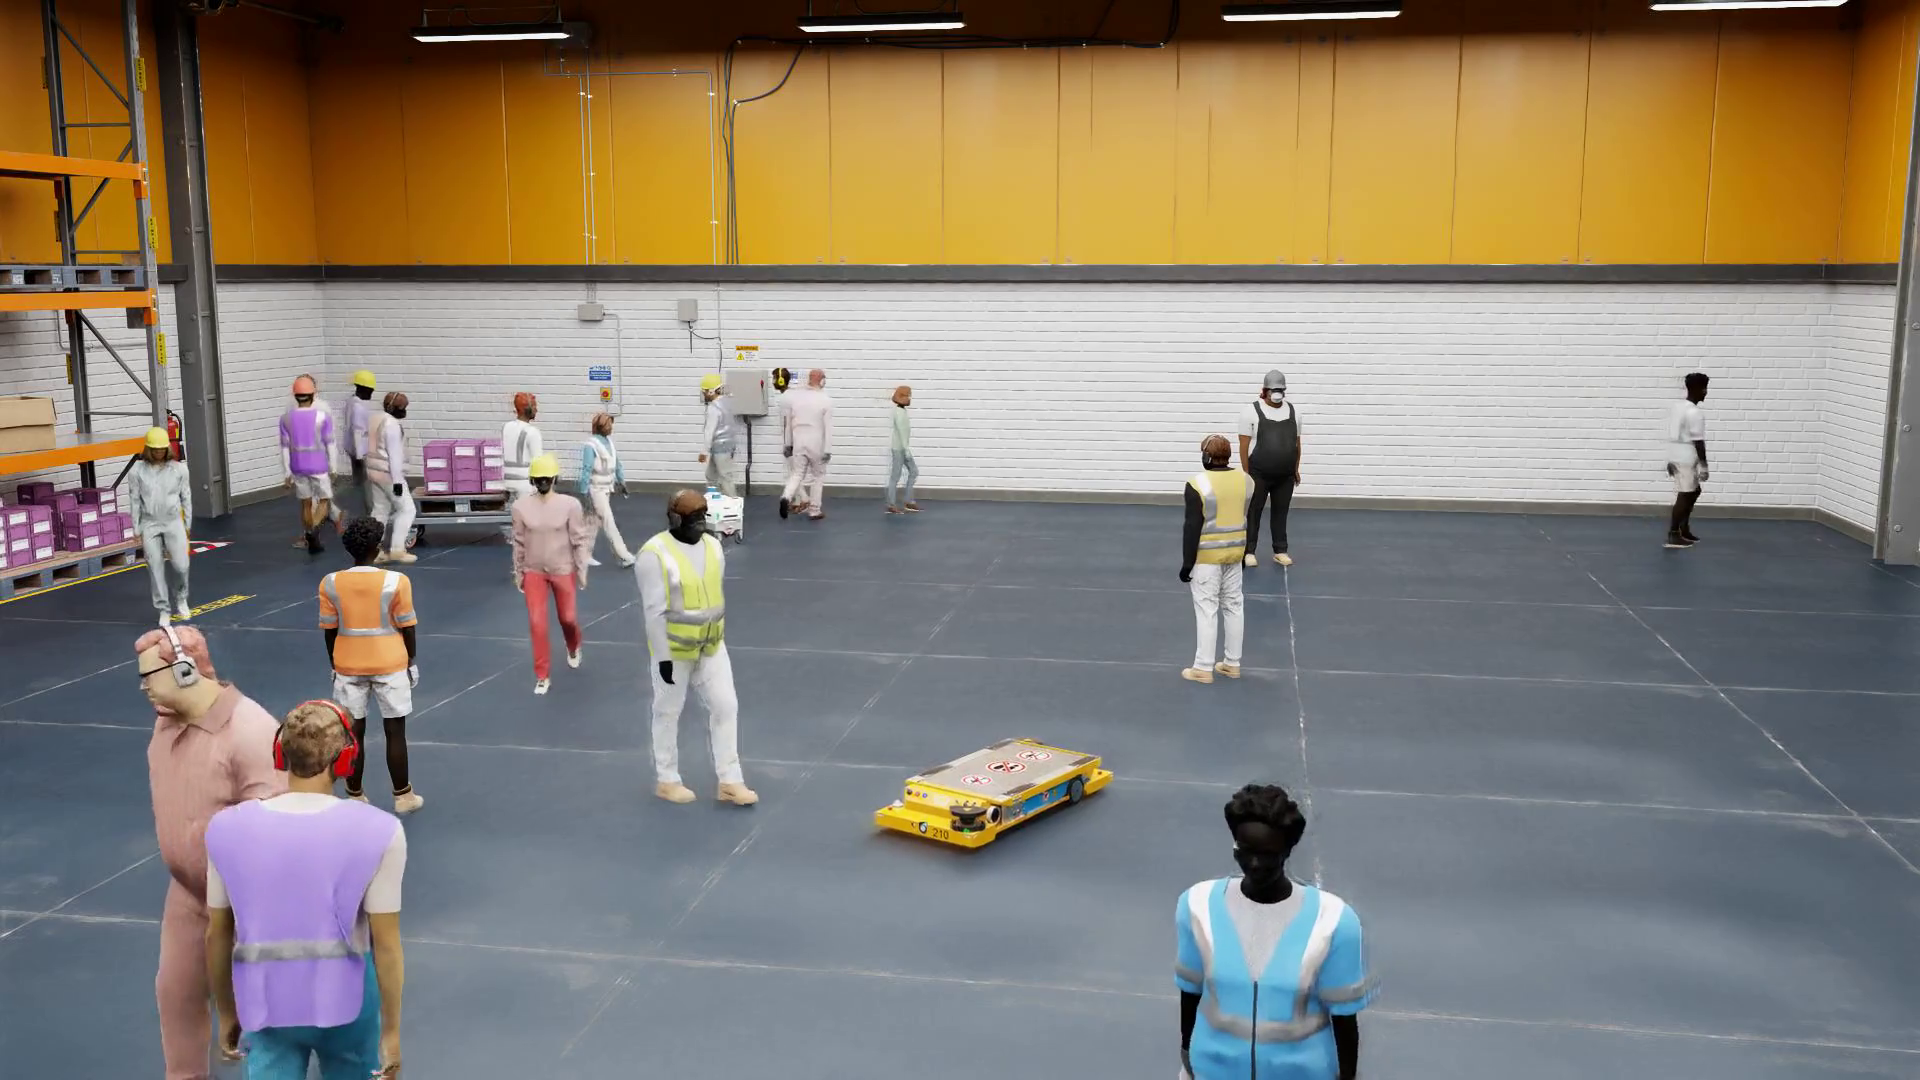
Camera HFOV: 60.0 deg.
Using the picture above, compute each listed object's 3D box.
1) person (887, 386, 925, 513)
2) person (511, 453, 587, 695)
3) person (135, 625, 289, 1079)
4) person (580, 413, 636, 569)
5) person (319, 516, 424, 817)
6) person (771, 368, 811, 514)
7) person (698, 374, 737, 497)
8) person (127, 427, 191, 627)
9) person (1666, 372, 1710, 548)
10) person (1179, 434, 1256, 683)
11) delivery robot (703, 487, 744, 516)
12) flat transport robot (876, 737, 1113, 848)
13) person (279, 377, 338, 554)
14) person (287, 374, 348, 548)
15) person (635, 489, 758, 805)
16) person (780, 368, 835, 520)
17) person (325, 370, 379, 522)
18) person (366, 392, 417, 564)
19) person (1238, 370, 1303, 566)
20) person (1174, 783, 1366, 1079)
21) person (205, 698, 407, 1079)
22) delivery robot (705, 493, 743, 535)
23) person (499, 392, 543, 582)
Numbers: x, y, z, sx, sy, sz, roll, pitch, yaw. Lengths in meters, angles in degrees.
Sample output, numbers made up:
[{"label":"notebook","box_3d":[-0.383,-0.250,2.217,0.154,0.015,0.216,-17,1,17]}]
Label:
[{"label":"person","box_3d":[-0.653,-1.125,20.854,0.617,1.607,0.518,0,9,1]},{"label":"person","box_3d":[-2.995,0.208,12.205,0.529,1.742,0.738,-1,9,-6]},{"label":"person","box_3d":[-2.489,1.186,5.816,0.669,1.863,0.834,5,10,27]},{"label":"person","box_3d":[-3.594,-0.495,17.013,0.862,1.593,0.543,2,9,15]},{"label":"person","box_3d":[-3.263,0.709,9.238,0.534,1.697,0.318,0,9,-2]},{"label":"person","box_3d":[-2.104,-1.235,20.874,0.523,1.837,0.532,0,9,3]},{"label":"person","box_3d":[-3.006,-1.117,20.222,0.685,1.801,0.588,0,9,3]},{"label":"person","box_3d":[-6.822,-0.108,14.217,0.480,1.724,0.383,-4,10,-25]},{"label":"person","box_3d":[8.072,-0.875,18.293,0.591,1.939,0.628,0,9,1]},{"label":"person","box_3d":[1.883,0.137,12.335,0.620,1.845,0.430,-5,11,-29]},{"label":"delivery robot","box_3d":[-2.848,-0.373,19.191,0.707,0.478,0.477,-1,9,-6]},{"label":"flat transport robot","box_3d":[0.222,1.394,9.393,0.652,0.197,1.431,7,11,36]},{"label":"person","box_3d":[-6.942,-0.772,17.713,0.559,1.925,0.627,-1,9,-5]},{"label":"person","box_3d":[-7.204,-0.902,18.552,0.637,1.921,0.793,6,11,31]},{"label":"person","box_3d":[-1.475,0.630,9.368,0.782,1.815,0.632,8,12,42]},{"label":"person","box_3d":[-1.856,-1.137,20.162,0.698,1.873,0.686,4,10,23]},{"label":"person","box_3d":[-7.269,-1.094,19.870,0.758,1.882,0.647,-4,10,-23]},{"label":"person","box_3d":[-5.905,-0.637,17.255,0.540,1.802,0.817,-6,11,-34]},{"label":"person","box_3d":[3.234,-0.742,17.171,0.682,2.000,0.536,-2,9,-11]},{"label":"person","box_3d":[0.860,1.461,4.651,0.532,1.665,0.793,3,10,19]},{"label":"person","box_3d":[-1.876,1.384,4.722,0.583,1.807,0.825,-1,9,-4]},{"label":"delivery robot","box_3d":[-2.723,-0.280,18.610,0.477,0.478,0.707,-6,11,-34]},{"label":"person","box_3d":[-4.213,-0.524,16.357,0.600,1.862,0.580,8,12,42]}]
